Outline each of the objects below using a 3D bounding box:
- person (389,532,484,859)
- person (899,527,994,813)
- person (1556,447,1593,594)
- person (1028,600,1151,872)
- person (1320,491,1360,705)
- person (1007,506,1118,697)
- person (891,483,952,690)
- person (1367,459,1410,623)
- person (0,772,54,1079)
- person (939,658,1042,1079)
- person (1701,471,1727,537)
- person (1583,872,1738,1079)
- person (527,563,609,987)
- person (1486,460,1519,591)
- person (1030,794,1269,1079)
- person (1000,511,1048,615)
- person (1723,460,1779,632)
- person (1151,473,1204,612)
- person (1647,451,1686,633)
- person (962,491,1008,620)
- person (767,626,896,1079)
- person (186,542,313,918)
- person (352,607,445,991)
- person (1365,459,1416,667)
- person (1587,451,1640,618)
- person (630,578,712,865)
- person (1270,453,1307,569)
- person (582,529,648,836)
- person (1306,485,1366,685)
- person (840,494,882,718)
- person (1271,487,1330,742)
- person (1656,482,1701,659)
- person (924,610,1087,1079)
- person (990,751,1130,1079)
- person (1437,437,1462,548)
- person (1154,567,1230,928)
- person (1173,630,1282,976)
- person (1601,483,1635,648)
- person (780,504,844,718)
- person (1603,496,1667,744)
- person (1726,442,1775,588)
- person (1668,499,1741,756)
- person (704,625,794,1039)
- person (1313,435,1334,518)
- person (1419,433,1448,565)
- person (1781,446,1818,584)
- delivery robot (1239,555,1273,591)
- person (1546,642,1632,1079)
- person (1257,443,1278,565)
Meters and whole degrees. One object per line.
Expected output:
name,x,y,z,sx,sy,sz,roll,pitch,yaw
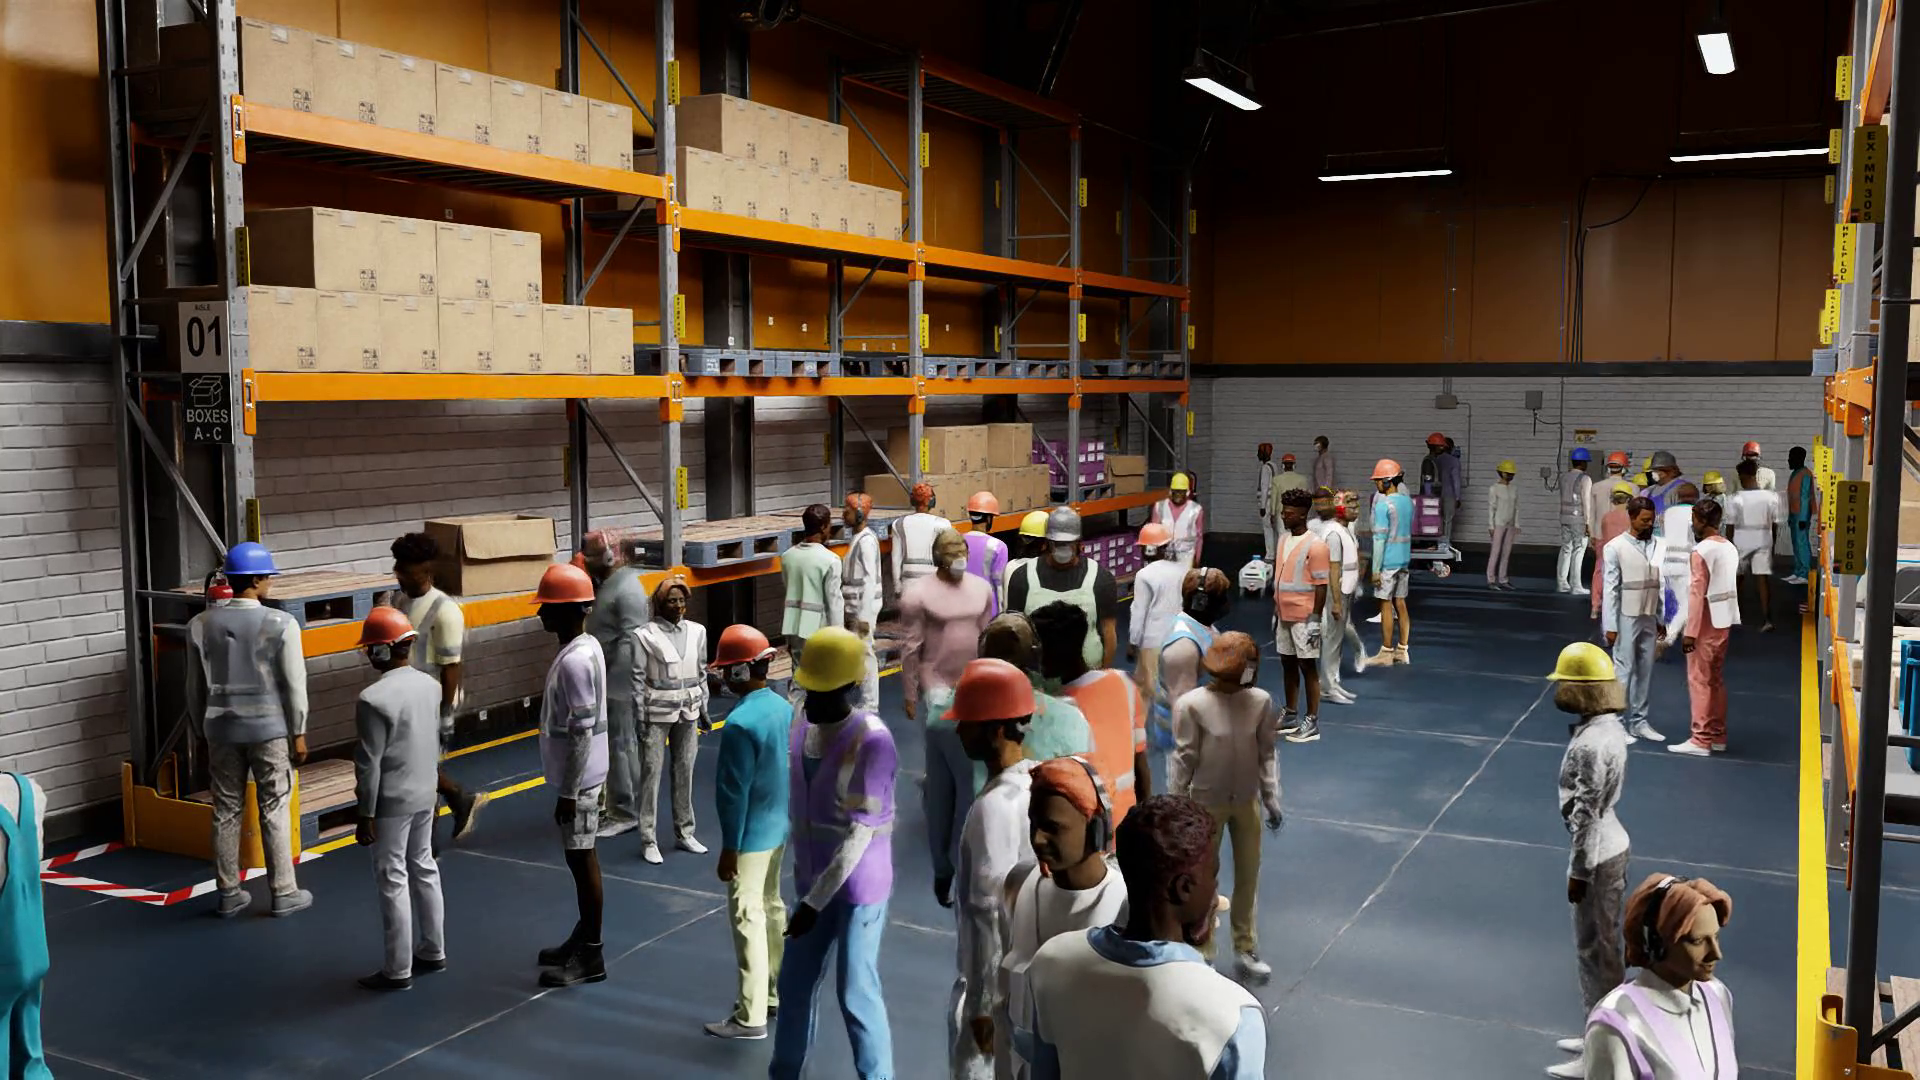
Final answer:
person,-3.011,0.903,9.481,0.625,1.942,0.596,5,7,41
person,-0.090,0.866,9.973,0.634,1.922,0.591,-3,6,-31
person,8.139,-0.250,21.933,0.416,1.938,0.608,-1,5,-14
person,0.516,1.175,6.716,0.363,1.911,0.707,4,7,39
person,3.264,0.493,14.414,0.373,1.843,0.572,2,6,19
person,0.616,0.795,10.127,0.681,2.000,0.535,1,5,5
person,-0.327,0.425,14.950,0.574,1.883,0.356,1,5,12
person,4.944,0.014,19.276,0.406,1.902,0.636,4,7,37
person,-2.973,1.362,5.076,0.329,1.842,0.509,0,5,2
person,0.184,1.317,5.158,0.693,1.917,0.551,2,6,20
person,9.025,0.033,19.964,0.316,1.735,0.480,-2,6,-20
person,1.613,1.575,3.860,0.515,1.641,0.314,-4,7,-37
person,-1.801,1.073,7.683,0.354,1.939,0.545,-1,5,-13
person,7.302,-0.198,22.317,0.533,1.759,0.333,-3,6,-31
person,0.388,1.476,3.446,0.376,1.916,0.600,-5,7,-44
person,0.496,0.766,11.099,0.390,1.920,0.587,-3,6,-32
person,8.913,0.063,18.734,0.630,1.920,1.028,1,5,10
person,2.433,0.130,18.631,0.580,1.798,0.903,2,6,18
person,7.857,0.008,18.588,0.535,2.000,0.732,0,5,-1
person,0.149,0.580,13.067,0.549,1.925,0.384,3,6,28
person,-0.501,1.248,6.008,0.588,1.898,0.512,5,7,44
person,-3.674,0.983,8.612,0.606,1.943,0.403,0,5,3
person,-2.599,1.174,7.641,0.345,1.744,0.557,1,5,14
person,4.193,0.227,16.287,0.606,2.035,0.404,-5,7,-44
person,7.680,-0.048,19.513,0.410,1.986,0.619,-5,7,-44
person,-1.679,1.035,9.661,0.514,1.642,0.310,-5,7,-42
person,4.886,-0.416,24.727,0.561,1.742,0.338,0,5,3
person,-2.096,0.876,10.192,0.529,1.874,0.667,-3,6,-27
person,3.496,0.404,15.395,0.583,1.836,0.642,5,7,41
person,-0.790,0.566,13.514,0.374,1.876,0.635,-1,5,-12
person,2.614,0.572,12.911,0.362,1.965,0.612,-2,6,-22
person,7.175,0.325,16.539,0.829,1.802,0.655,-3,6,-28
person,0.170,1.222,6.131,0.633,1.931,0.364,2,6,24
person,0.297,1.441,4.082,0.346,1.877,0.571,-5,7,-43
person,7.717,-0.677,26.549,0.354,1.930,0.635,-4,7,-39
person,1.218,1.048,8.526,0.430,1.836,0.630,2,6,18
person,1.226,1.230,7.681,0.536,1.628,0.295,-2,6,-17
person,6.945,0.268,17.480,0.655,1.714,0.528,-4,6,-35
person,-1.057,0.700,11.847,0.590,1.912,0.388,5,7,44
person,5.193,0.611,12.828,0.598,1.908,0.401,-3,6,-26
person,10.701,-0.335,22.526,0.611,1.995,0.376,2,6,19
person,5.601,0.650,12.418,0.599,1.908,0.396,-5,7,-44
person,-0.900,1.226,7.094,0.350,1.739,0.575,1,5,14
person,5.931,-0.742,27.226,0.358,1.933,0.635,0,5,-3
person,7.217,-0.619,25.363,0.404,2.038,0.605,2,6,25
person,11.669,-0.342,23.090,0.397,1.910,0.587,1,5,10
delivery robot,3.810,0.438,21.374,0.477,0.478,0.707,2,6,19
person,2.499,1.273,6.644,0.355,1.734,0.489,3,6,28
person,4.713,-0.548,25.482,0.355,1.876,0.574,2,6,21
